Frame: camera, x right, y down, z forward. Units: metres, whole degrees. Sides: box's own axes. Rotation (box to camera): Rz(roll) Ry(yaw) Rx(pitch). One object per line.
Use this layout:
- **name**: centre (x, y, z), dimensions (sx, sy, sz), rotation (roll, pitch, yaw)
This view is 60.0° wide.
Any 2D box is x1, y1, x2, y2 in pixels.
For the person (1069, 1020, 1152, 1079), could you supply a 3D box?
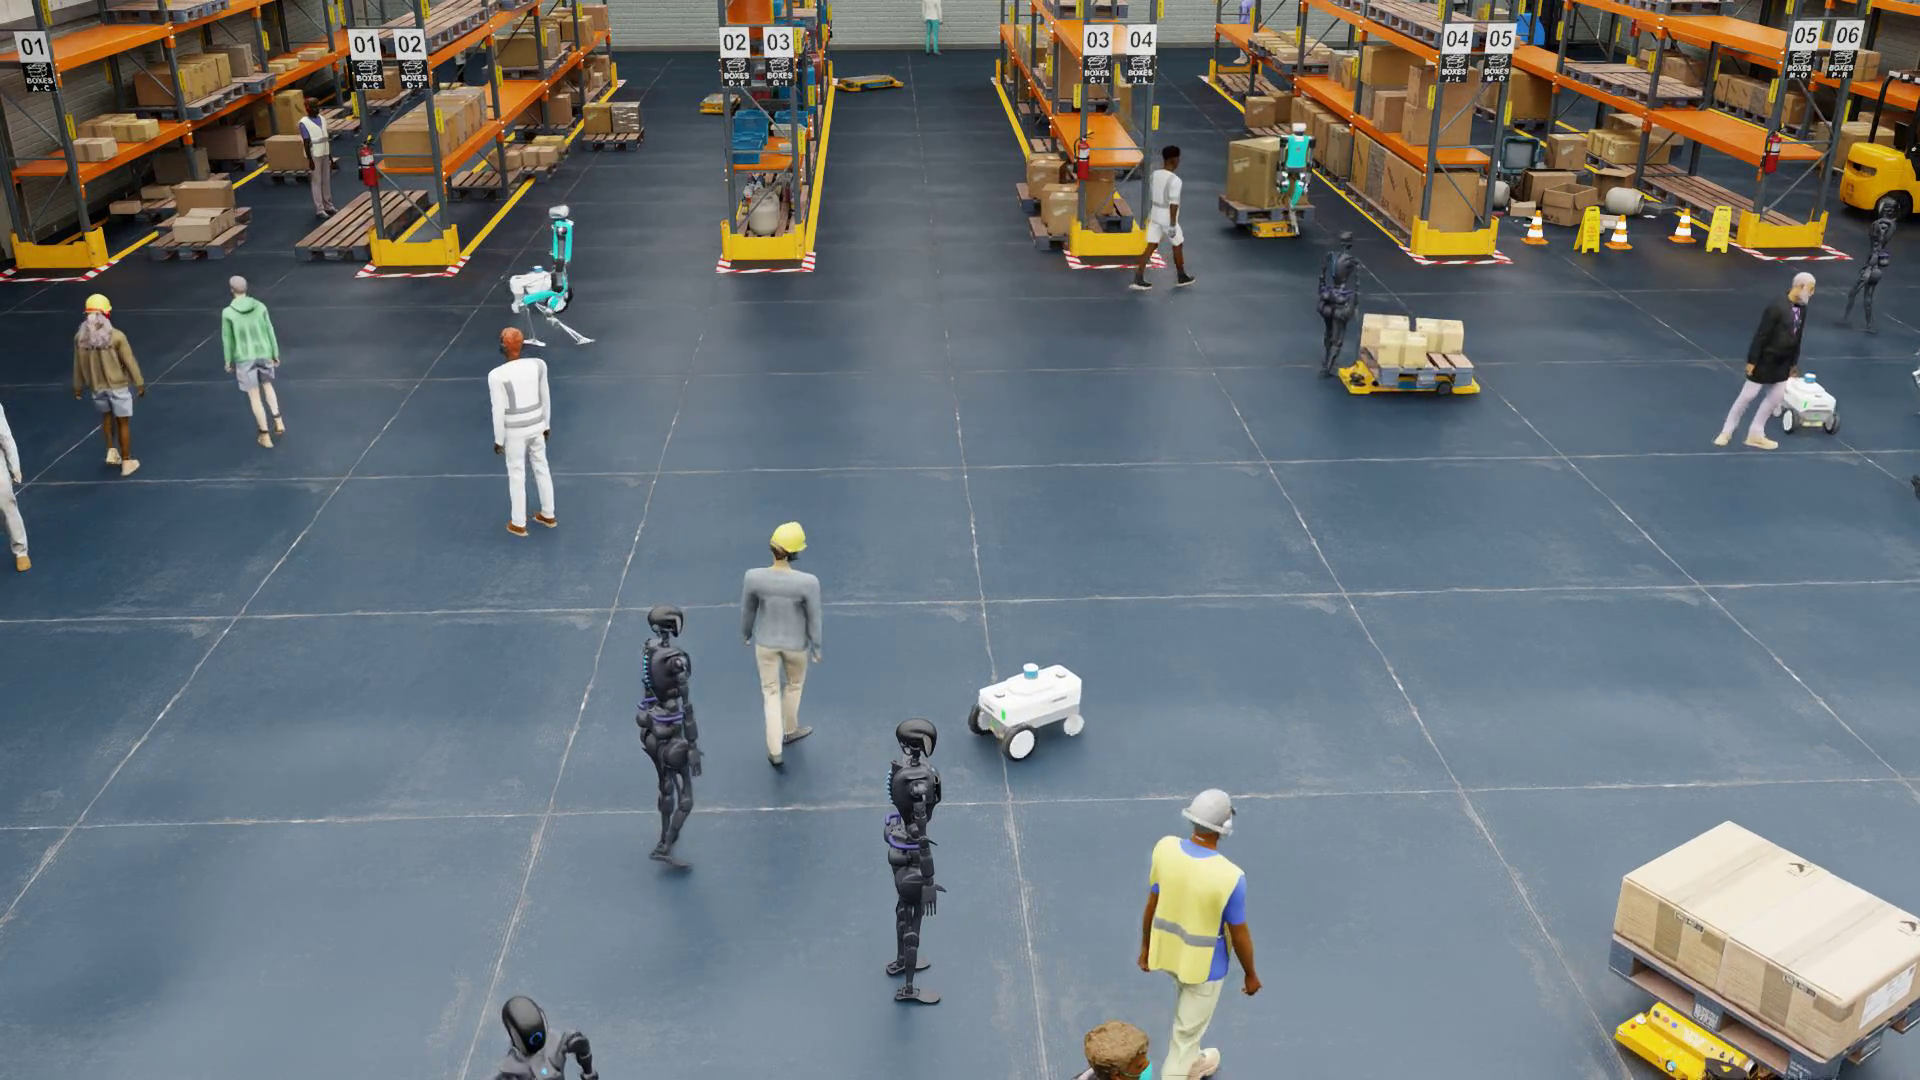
- **person**: centre (0.553, 2.663, 6.484), dimensions (0.377, 1.912, 0.491), rotation (1, 24, 3)

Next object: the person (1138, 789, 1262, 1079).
- **person**: centre (1.202, 1.994, 8.030), dimensions (0.554, 1.860, 0.801), rotation (22, 32, 40)

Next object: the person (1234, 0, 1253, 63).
- **person**: centre (7.066, -12.757, 41.257), dimensions (0.395, 1.800, 0.588), rotation (11, 26, 22)

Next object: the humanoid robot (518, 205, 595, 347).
- **humanoid robot**: centre (-4.879, -3.040, 19.538), dimensions (1.033, 1.745, 0.543), rotation (-3, 24, -7)

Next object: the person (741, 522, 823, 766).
- **person**: centre (-1.198, 0.686, 11.134), dimensions (0.588, 1.729, 0.597), rotation (2, 24, 5)

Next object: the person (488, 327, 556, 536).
- **person**: centre (-3.850, -0.954, 14.643), dimensions (0.373, 1.882, 0.600), rotation (22, 32, 40)

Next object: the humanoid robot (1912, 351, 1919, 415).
- **humanoid robot**: centre (10.258, -2.060, 17.235), dimensions (0.689, 1.759, 0.535), rotation (1, 24, 2)

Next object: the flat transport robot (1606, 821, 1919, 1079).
- **flat transport robot**: centre (4.214, 2.501, 8.852), dimensions (1.431, 0.231, 0.659), rotation (-15, 28, -31)

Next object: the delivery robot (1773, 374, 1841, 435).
- **delivery robot**: centre (8.804, -1.424, 17.319), dimensions (0.499, 0.594, 0.778), rotation (1, 24, 2)

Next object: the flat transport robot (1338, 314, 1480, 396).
- **flat transport robot**: centre (5.005, -1.816, 18.553), dimensions (1.431, 0.231, 0.659), rotation (0, 24, 0)

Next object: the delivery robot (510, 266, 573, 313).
- **delivery robot**: centre (-5.368, -3.213, 21.345), dimensions (0.789, 0.598, 0.499), rotation (-2, 24, -4)

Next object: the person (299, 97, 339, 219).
- **person**: centre (-10.003, -5.962, 25.929), dimensions (0.390, 1.846, 0.564), rotation (6, 25, 13)

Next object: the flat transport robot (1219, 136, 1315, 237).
- **flat transport robot**: centre (4.662, -4.874, 25.425), dimensions (0.659, 0.231, 1.431), rotation (-3, 24, -7)

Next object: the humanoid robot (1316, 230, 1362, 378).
- **humanoid robot**: centre (4.250, -2.679, 18.791), dimensions (0.543, 1.635, 0.608), rotation (-20, 31, -37)

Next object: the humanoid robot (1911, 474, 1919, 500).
- **humanoid robot**: centre (9.197, -1.072, 15.175), dimensions (0.608, 1.639, 0.618), rotation (-18, 30, -35)

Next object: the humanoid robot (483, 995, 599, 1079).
- **humanoid robot**: centre (-1.770, 2.539, 7.052), dimensions (0.608, 1.642, 0.537), rotation (-22, 32, -40)

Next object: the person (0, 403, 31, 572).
- **person**: centre (-8.160, -0.611, 13.863), dimensions (0.571, 1.889, 0.384), rotation (-8, 25, -18)

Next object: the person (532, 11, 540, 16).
- **person**: centre (-10.492, -12.623, 40.875), dimensions (0.389, 1.861, 0.531), rotation (-8, 25, -17)

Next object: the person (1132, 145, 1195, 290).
- **person**: centre (2.713, -4.276, 22.058), dimensions (0.991, 1.917, 0.615), rotation (-15, 28, -30)

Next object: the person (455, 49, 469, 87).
- **person**: centre (-11.262, -11.004, 37.484), dimensions (0.317, 1.663, 0.647), rotation (-3, 24, -7)

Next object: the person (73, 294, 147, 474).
- **person**: centre (-8.202, -1.495, 16.017), dimensions (0.626, 1.740, 0.446), rotation (-2, 24, -4)

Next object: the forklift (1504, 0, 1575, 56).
- **forklift**: centre (14.700, -13.805, 42.301), dimensions (1.873, 2.768, 1.129), rotation (-1, 24, -2)

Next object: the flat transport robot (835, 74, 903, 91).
- **flat transport robot**: centre (-2.067, -10.389, 37.815), dimensions (1.431, 0.231, 0.659), rotation (-15, 28, -29)

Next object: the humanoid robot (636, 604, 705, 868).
- **humanoid robot**: centre (-1.806, 1.179, 10.099), dimensions (0.427, 1.646, 0.603), rotation (-17, 29, -33)

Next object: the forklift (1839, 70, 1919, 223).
- **forklift**: centre (15.132, -6.143, 25.915), dimensions (2.313, 2.155, 1.214), rotation (-1, 24, -2)

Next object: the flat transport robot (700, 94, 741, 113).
- **flat transport robot**: centre (-5.070, -9.235, 35.223), dimensions (0.659, 0.231, 1.431), rotation (1, 24, 1)

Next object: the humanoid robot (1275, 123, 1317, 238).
- **humanoid robot**: centre (4.919, -5.330, 24.633), dimensions (0.547, 1.729, 1.004), rotation (1, 24, 2)

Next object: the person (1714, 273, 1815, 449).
- **person**: centre (8.034, -1.797, 16.608), dimensions (0.644, 1.821, 0.555), rotation (-11, 26, -23)

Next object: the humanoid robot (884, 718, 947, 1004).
- **humanoid robot**: centre (-0.244, 1.687, 8.932), dimensions (0.315, 1.657, 0.599), rotation (-3, 24, -8)

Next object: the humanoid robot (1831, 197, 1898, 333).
- **humanoid robot**: centre (11.075, -3.352, 20.285), dimensions (0.506, 1.647, 0.591), rotation (10, 26, 22)

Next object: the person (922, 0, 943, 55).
- **person**: centre (-0.696, -13.329, 42.615), dimensions (0.575, 1.754, 0.332), rotation (13, 27, 27)

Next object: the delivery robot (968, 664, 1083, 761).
- **delivery robot**: centre (0.485, 1.144, 11.542), dimensions (0.785, 0.587, 0.499), rotation (-15, 28, -30)

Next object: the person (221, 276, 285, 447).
- **person**: centre (-7.104, -1.794, 16.707), dimensions (0.488, 1.725, 0.431), rotation (-21, 31, -38)
